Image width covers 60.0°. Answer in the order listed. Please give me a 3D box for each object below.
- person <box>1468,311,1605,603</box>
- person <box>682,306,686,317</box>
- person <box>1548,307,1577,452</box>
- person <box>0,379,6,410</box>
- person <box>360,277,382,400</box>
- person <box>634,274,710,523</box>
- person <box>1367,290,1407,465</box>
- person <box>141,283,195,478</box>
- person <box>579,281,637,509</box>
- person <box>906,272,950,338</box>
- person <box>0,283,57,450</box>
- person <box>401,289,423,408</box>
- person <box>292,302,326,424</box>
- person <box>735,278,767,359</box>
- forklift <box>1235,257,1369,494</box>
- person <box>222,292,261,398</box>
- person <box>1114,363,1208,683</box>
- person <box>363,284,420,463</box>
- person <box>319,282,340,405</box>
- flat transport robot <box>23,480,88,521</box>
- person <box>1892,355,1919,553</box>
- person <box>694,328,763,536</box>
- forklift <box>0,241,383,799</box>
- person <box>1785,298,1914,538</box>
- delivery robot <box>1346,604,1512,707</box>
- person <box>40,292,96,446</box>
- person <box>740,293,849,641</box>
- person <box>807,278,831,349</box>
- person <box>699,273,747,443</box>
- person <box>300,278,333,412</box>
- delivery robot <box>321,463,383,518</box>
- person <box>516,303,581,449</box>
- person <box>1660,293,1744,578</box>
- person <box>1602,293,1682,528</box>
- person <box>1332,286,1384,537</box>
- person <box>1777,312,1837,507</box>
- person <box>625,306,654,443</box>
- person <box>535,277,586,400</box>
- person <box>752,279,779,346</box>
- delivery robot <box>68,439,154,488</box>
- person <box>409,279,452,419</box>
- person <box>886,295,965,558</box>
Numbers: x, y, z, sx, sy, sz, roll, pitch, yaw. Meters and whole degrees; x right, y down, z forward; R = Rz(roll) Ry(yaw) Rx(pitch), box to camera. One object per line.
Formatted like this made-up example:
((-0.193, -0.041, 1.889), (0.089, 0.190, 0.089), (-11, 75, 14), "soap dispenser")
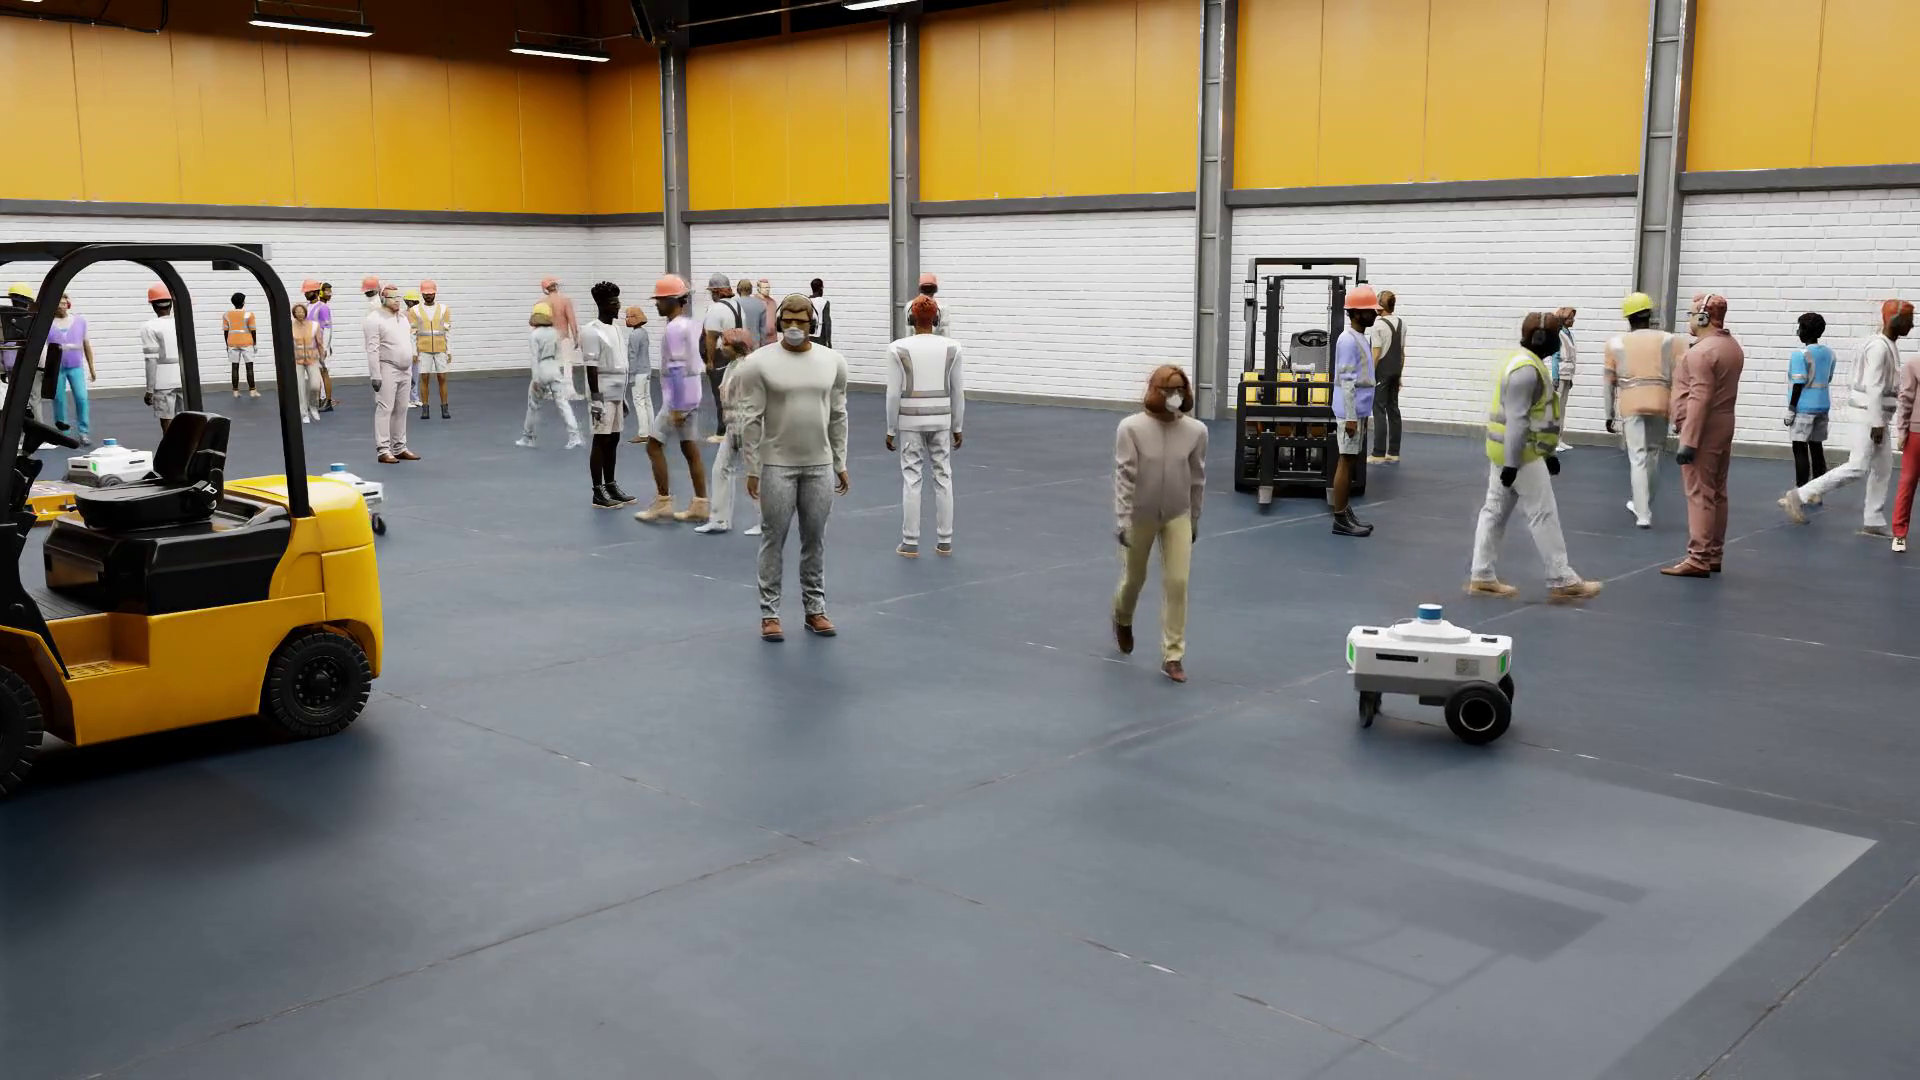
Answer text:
((3.636, -0.511, 10.365), (0.885, 1.803, 0.627), (2, 9, 11), "person")
((-4.744, -3.432, 28.112), (0.343, 1.865, 0.521), (1, 9, 9), "person")
((6.859, -1.834, 18.985), (0.306, 1.640, 0.523), (7, 12, 37), "person")
((-12.140, -2.211, 20.697), (0.619, 1.838, 0.430), (-1, 9, -8), "person")
((-9.137, -3.174, 26.284), (0.528, 1.944, 0.692), (-2, 9, -10), "person")
((-2.387, -1.132, 13.505), (0.746, 2.019, 0.650), (1, 9, 4), "person")
((4.506, -1.718, 17.642), (0.515, 1.843, 0.326), (-6, 11, -34), "person")
((-7.646, -1.506, 16.078), (0.376, 1.932, 0.543), (5, 11, 30), "person")
((-3.057, -1.258, 14.452), (0.367, 1.966, 0.607), (2, 9, 12), "person")
((-0.420, -2.561, 22.282), (0.617, 2.026, 0.612), (1, 9, 5), "person")
((-10.696, -1.973, 18.998), (0.589, 1.914, 0.398), (0, 9, 2), "person")
((-8.167, -2.855, 24.863), (0.329, 1.765, 0.533), (2, 10, 14), "person")
((-8.785, -2.367, 22.268), (0.546, 1.622, 0.373), (-5, 10, -27), "person")
((-3.098, -2.824, 24.142), (0.636, 1.937, 0.361), (-7, 12, -37), "person")
((3.309, -1.629, 16.029), (1.214, 2.155, 2.313), (2, 9, 11), "forklift")
((-11.531, -3.117, 26.672), (0.535, 1.697, 0.322), (0, 9, -1), "person")
((1.015, -0.124, 8.601), (0.498, 1.603, 0.770), (-1, 9, -6), "person")
((-6.070, -1.781, 17.840), (0.406, 1.906, 0.654), (3, 10, 19), "person")
((-9.678, -2.985, 25.351), (0.313, 1.865, 0.528), (-2, 9, -10), "person")
((-7.741, -0.340, 14.009), (1.431, 0.197, 0.652), (8, 12, 42), "flat transport robot")
((7.100, -0.773, 12.107), (0.524, 1.764, 0.329), (2, 10, 13), "person")
((-1.769, -0.819, 12.850), (0.717, 1.608, 0.535), (-4, 10, -24), "person")
((-3.706, -0.171, 7.093), (1.214, 2.155, 2.313), (9, 13, 43), "forklift")
((6.945, -0.943, 12.891), (0.755, 1.858, 0.597), (7, 12, 37), "person")
((2.108, 0.534, 7.498), (0.707, 0.478, 0.477), (3, 10, 19), "delivery robot")
((-10.356, -1.973, 19.302), (0.641, 1.810, 0.737), (-7, 12, -38), "person")
((-0.912, -0.407, 9.331), (0.630, 1.936, 0.369), (-4, 10, -23), "person")
((-2.341, -3.274, 26.962), (0.590, 1.918, 0.389), (6, 11, 33), "person")
((-2.857, -2.192, 19.951), (0.538, 2.000, 0.689), (4, 10, 21), "person")
((-9.339, -2.817, 24.095), (0.544, 1.939, 0.353), (6, 11, 34), "person")
((-4.827, -0.352, 12.930), (0.707, 0.478, 0.477), (6, 11, 32), "delivery robot")
((-4.752, -1.887, 19.190), (0.962, 1.682, 0.477), (6, 11, 34), "person")
((4.992, -0.700, 11.215), (0.399, 1.909, 0.642), (9, 13, 43), "person")
((5.535, -1.061, 13.520), (0.611, 1.870, 0.899), (2, 9, 12), "person")
((3.092, -1.003, 12.975), (0.360, 1.939, 0.543), (3, 10, 20), "person")
((7.370, -1.127, 14.471), (0.540, 1.696, 0.317), (-6, 11, -31), "person")
((-3.828, -1.964, 19.838), (0.280, 1.629, 0.505), (1, 9, 9), "person")
((-6.322, -3.184, 26.375), (0.806, 1.953, 0.455), (0, 9, 3), "person")
((-3.186, -3.287, 27.079), (0.400, 1.907, 0.645), (8, 12, 41), "person")
((-7.557, -0.661, 14.820), (0.477, 0.478, 0.707), (3, 10, 19), "delivery robot")
((-7.294, -2.627, 22.969), (0.542, 1.930, 0.380), (-4, 10, -23), "person")
((-0.253, -0.810, 11.964), (0.583, 1.882, 0.350), (-3, 10, -16), "person")
